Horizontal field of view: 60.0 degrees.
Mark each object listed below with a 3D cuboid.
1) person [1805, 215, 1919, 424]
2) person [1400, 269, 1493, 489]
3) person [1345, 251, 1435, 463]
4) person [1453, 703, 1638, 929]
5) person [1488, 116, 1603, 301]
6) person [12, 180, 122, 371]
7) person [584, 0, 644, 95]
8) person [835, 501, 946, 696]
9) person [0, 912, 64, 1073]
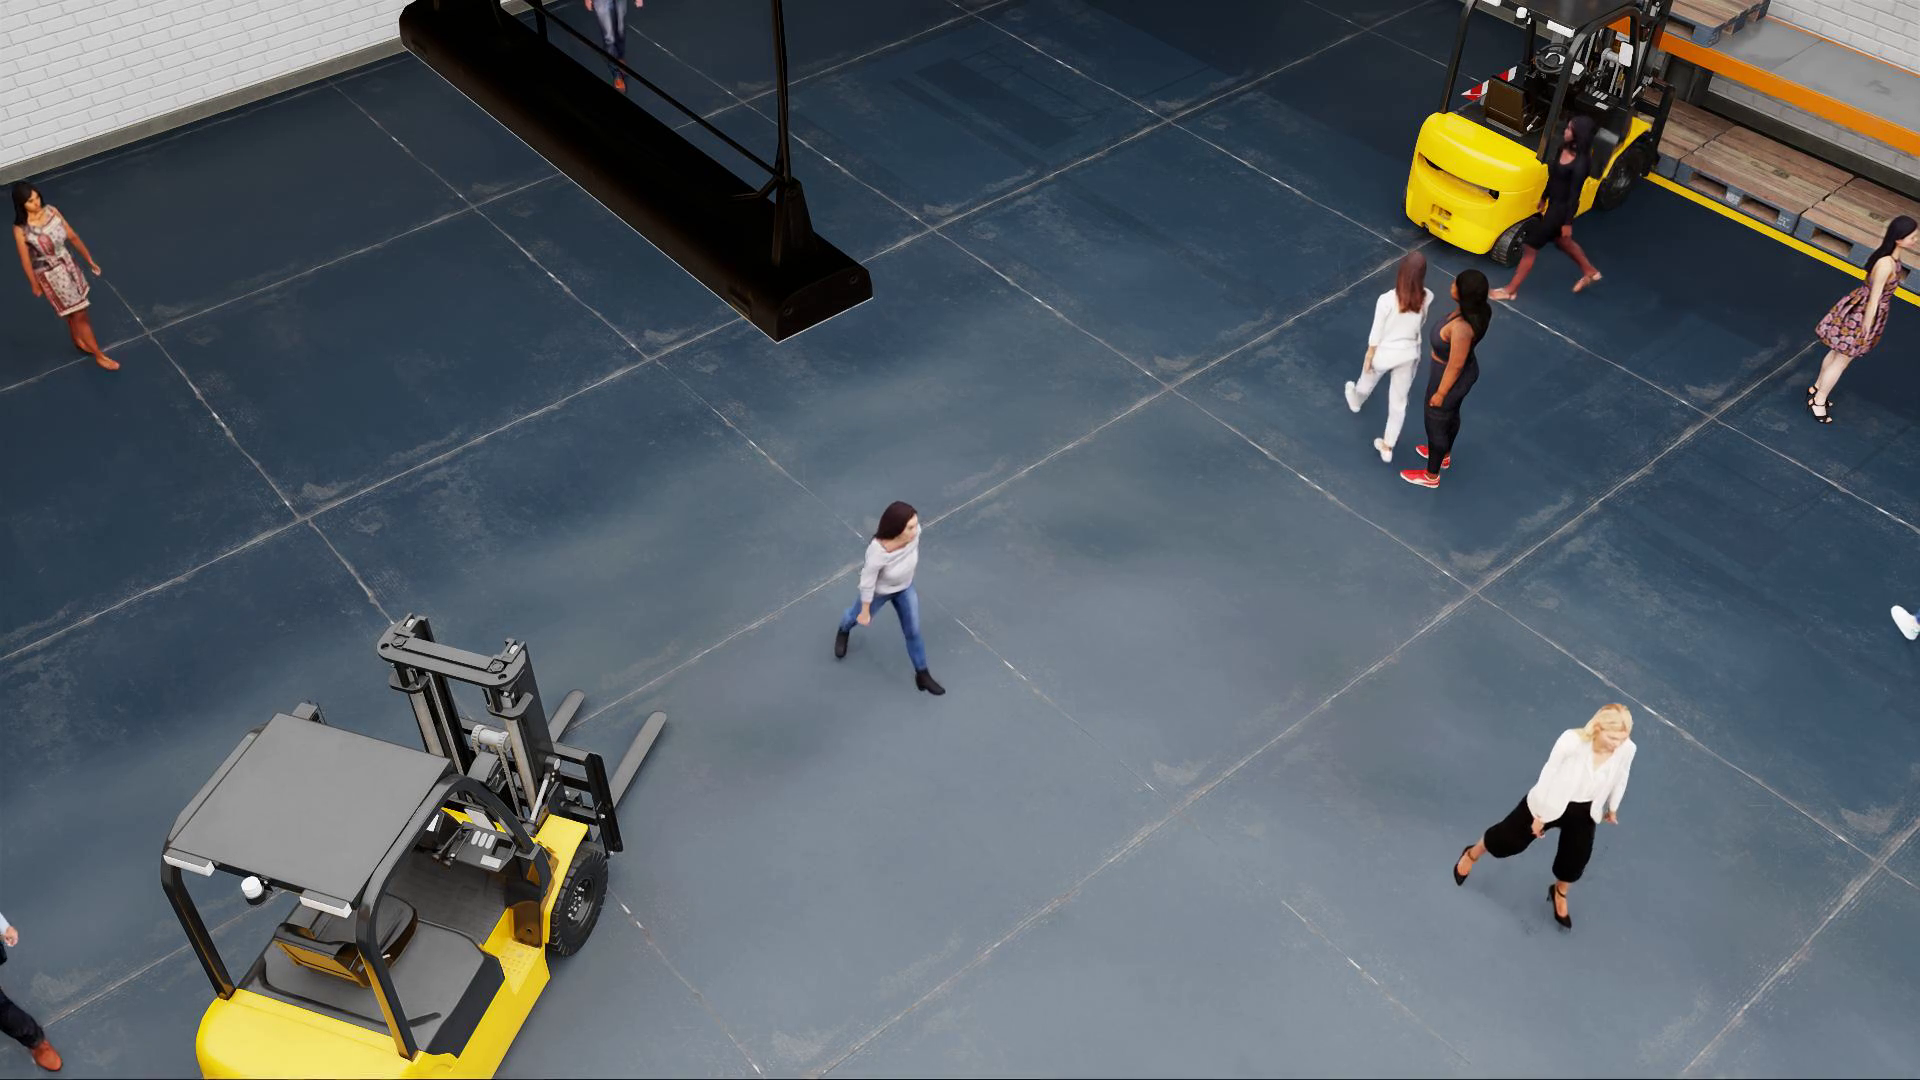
[{"bbox_3d":[6.793,-1.664,12.516,0.804,1.774,0.776,19,47,18],"label":"person"},{"bbox_3d":[3.537,-1.168,11.965,0.725,1.815,0.754,23,48,23],"label":"person"},{"bbox_3d":[3.233,-1.306,12.235,0.968,1.641,1.155,-7,44,-7],"label":"person"},{"bbox_3d":[3.348,1.499,9.147,0.994,1.840,1.031,0,44,0],"label":"person"},{"bbox_3d":[5.001,-2.679,13.648,1.188,1.681,1.192,-1,44,-1],"label":"person"},{"bbox_3d":[-7.179,-2.134,13.116,0.942,1.625,0.846,12,45,13],"label":"person"},{"bbox_3d":[-3.497,-5.443,16.459,0.826,1.806,1.008,-22,48,-21],"label":"person"},{"bbox_3d":[-0.529,0.299,10.600,0.671,1.572,1.096,-29,51,-27],"label":"person"},{"bbox_3d":[-5.235,2.054,8.630,1.240,1.750,0.847,25,49,24],"label":"person"}]
